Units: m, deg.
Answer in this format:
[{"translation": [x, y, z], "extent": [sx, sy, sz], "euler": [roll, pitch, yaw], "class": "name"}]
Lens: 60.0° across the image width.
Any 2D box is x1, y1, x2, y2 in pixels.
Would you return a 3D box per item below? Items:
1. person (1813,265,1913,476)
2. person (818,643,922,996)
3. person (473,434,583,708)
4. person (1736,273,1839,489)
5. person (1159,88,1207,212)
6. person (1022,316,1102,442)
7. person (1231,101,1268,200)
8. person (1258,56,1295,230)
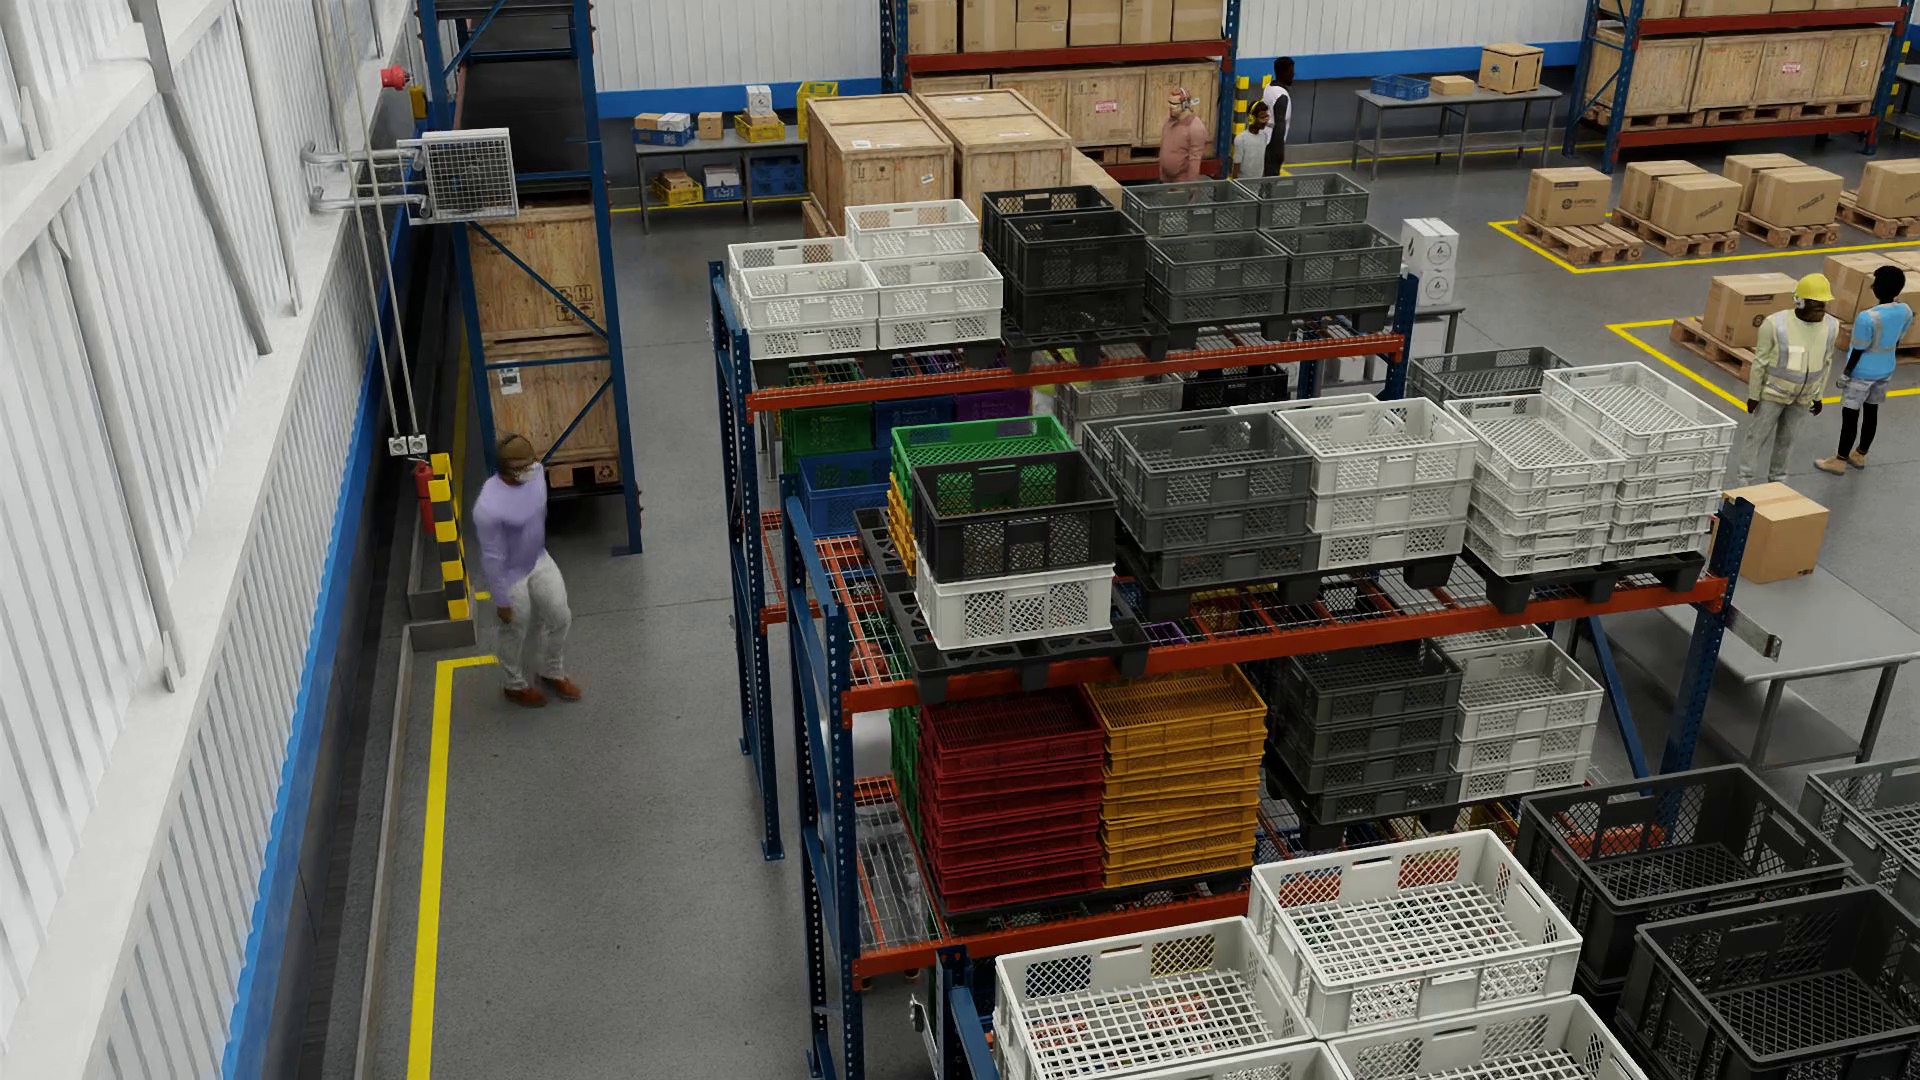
[{"translation": [7.095, -1.323, 13.008], "extent": [0.533, 1.697, 0.318], "euler": [-13, 30, -23], "class": "person"}, {"translation": [-0.396, 1.319, 7.799], "extent": [0.573, 1.883, 0.354], "euler": [-7, 29, -13], "class": "person"}, {"translation": [-2.610, 0.206, 9.896], "extent": [0.602, 1.898, 0.645], "euler": [13, 30, 23], "class": "person"}, {"translation": [6.201, -1.112, 12.460], "extent": [0.592, 1.837, 0.404], "euler": [-1, 28, -2], "class": "person"}, {"translation": [2.283, -3.796, 17.497], "extent": [0.397, 1.899, 0.636], "euler": [-15, 31, -27], "class": "person"}, {"translation": [0.768, -1.178, 12.593], "extent": [0.632, 1.831, 0.431], "euler": [7, 29, 13], "class": "person"}, {"translation": [2.955, -3.593, 17.142], "extent": [0.507, 1.863, 0.332], "euler": [-23, 36, -37], "class": "person"}, {"translation": [3.524, -4.478, 18.759], "extent": [0.392, 1.919, 0.590], "euler": [-3, 28, -5], "class": "person"}]
